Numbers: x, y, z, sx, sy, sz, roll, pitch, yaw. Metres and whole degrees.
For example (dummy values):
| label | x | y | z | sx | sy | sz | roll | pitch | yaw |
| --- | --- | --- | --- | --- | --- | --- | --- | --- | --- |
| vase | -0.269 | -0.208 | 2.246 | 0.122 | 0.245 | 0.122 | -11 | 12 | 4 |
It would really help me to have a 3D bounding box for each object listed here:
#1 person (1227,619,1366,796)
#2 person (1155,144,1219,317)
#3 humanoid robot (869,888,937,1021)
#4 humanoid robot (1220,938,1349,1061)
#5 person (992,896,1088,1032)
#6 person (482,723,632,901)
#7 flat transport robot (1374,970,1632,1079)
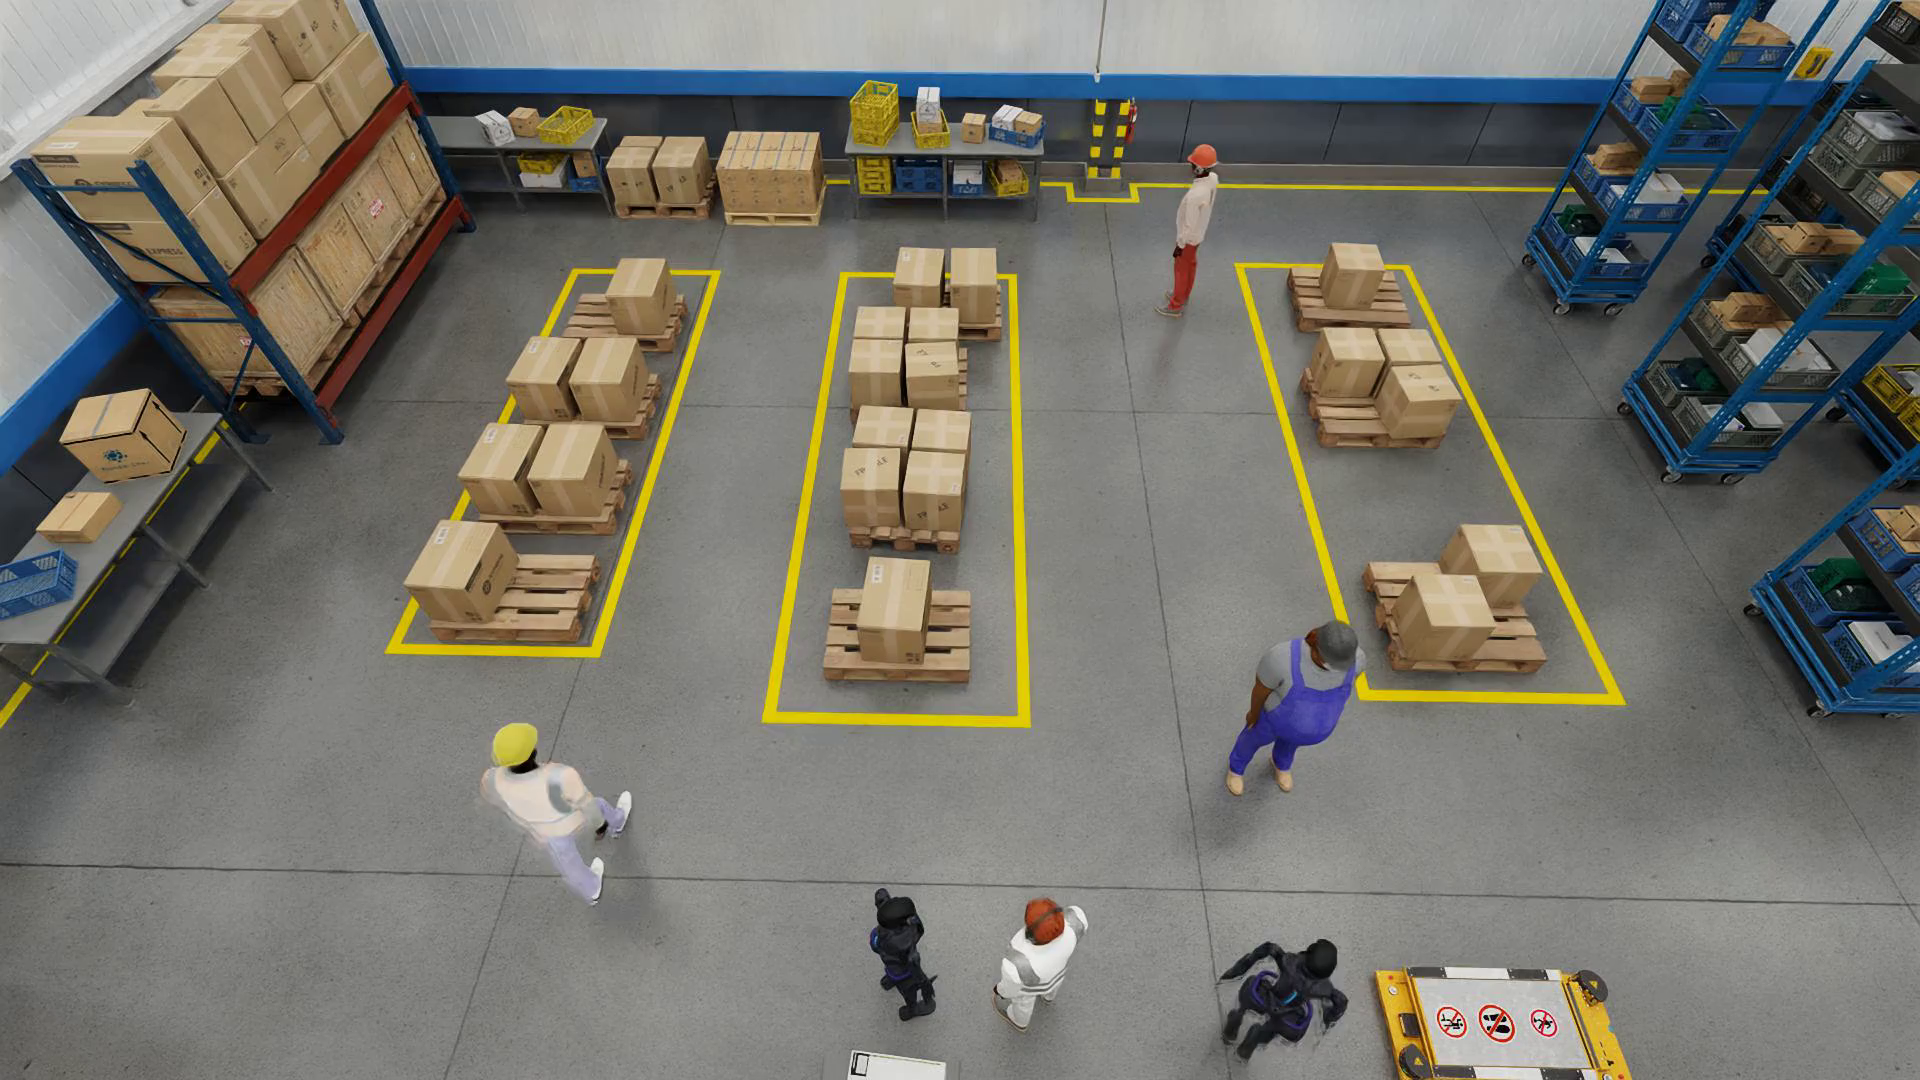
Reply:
| label | x | y | z | sx | sy | sz | roll | pitch | yaw |
| --- | --- | --- | --- | --- | --- | --- | --- | --- | --- |
| person | 2.340 | 1.207 | 6.359 | 0.683 | 2.000 | 0.539 | -3 | 51 | -2 |
| person | 2.523 | -3.402 | 10.152 | 0.407 | 1.988 | 0.634 | 25 | 55 | 19 |
| humanoid robot | -0.343 | 2.487 | 5.541 | 0.326 | 1.657 | 0.595 | -25 | 55 | -19 |
| humanoid robot | 1.887 | 2.684 | 5.389 | 0.631 | 1.640 | 0.432 | 34 | 59 | 25 |
| person | 0.440 | 2.499 | 5.409 | 0.573 | 1.881 | 0.356 | -32 | 58 | -23 |
| person | -2.630 | 1.678 | 6.063 | 0.600 | 1.891 | 0.880 | -4 | 51 | -3 |
| flat transport robot | 3.501 | 3.133 | 5.914 | 1.431 | 0.197 | 0.652 | 1 | 51 | 1 |
